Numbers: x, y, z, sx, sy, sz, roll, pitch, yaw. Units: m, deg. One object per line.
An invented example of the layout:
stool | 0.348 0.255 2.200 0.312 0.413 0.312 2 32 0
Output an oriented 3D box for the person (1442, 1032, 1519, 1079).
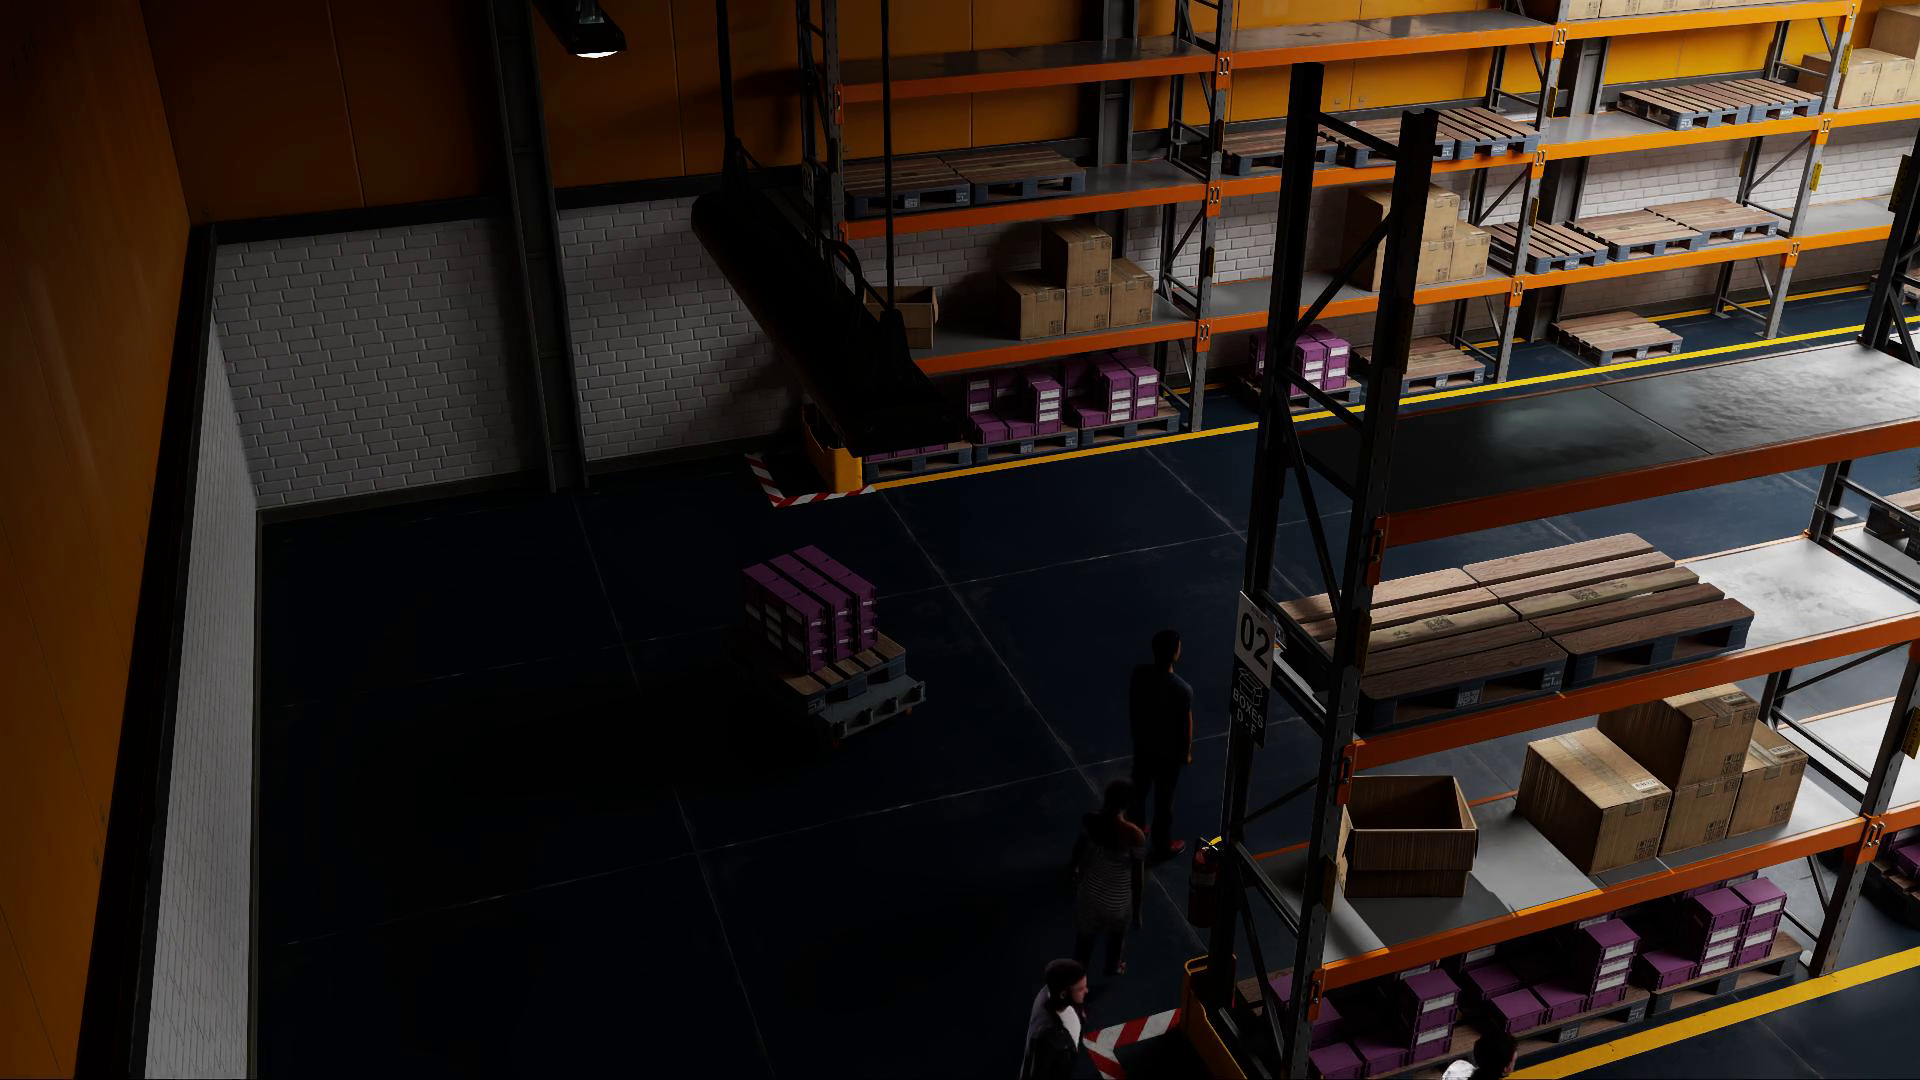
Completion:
person | 2.440 3.233 8.335 1.247 1.805 0.804 -4 29 -8

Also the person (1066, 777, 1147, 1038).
person | 0.853 2.267 10.121 1.058 1.789 1.130 13 31 22

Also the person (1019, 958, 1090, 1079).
person | 0.369 2.937 8.863 0.873 1.818 0.824 5 29 10

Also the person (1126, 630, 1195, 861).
person | 1.383 1.422 11.649 0.734 1.809 0.713 23 36 36
